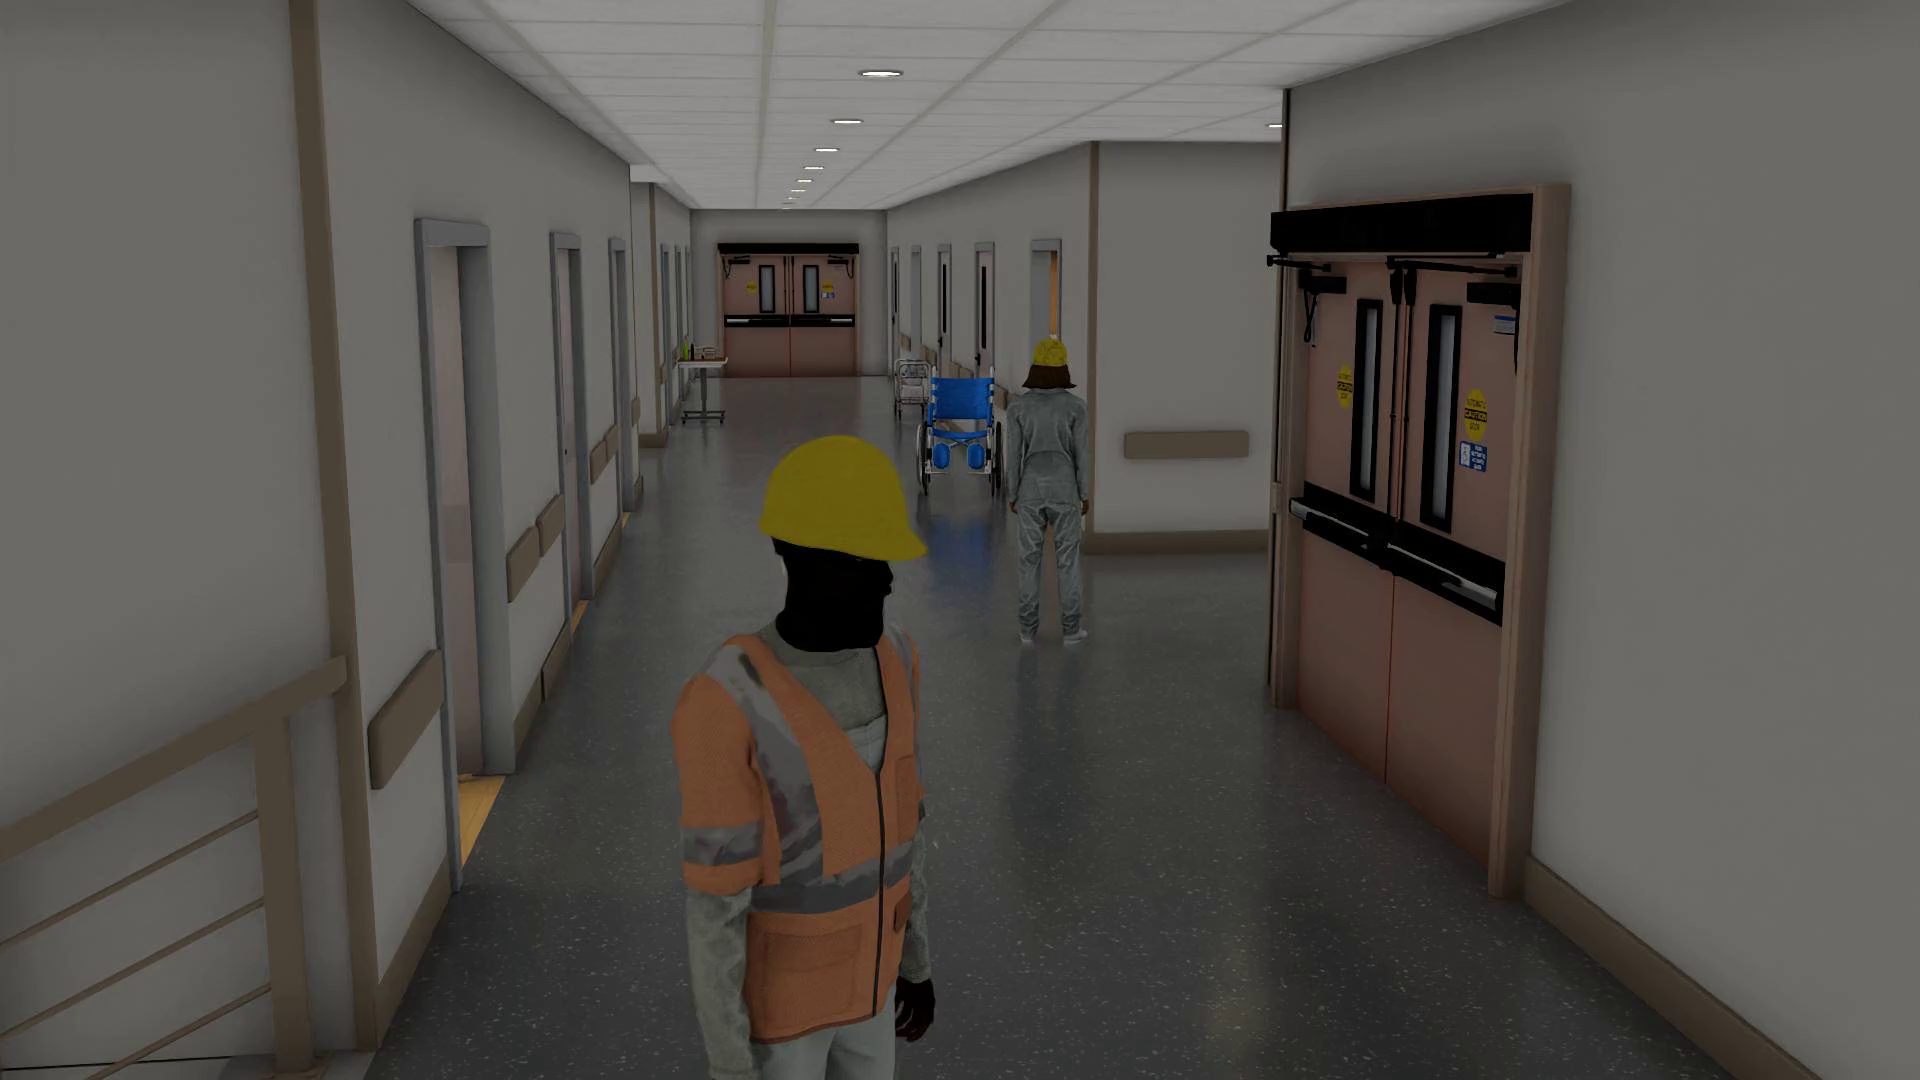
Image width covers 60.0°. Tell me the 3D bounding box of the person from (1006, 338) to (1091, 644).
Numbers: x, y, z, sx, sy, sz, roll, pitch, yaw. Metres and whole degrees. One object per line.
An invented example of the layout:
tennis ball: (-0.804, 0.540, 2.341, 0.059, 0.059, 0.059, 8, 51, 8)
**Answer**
person: (0.509, -0.273, 9.485, 0.483, 1.745, 0.302, 2, 10, 12)

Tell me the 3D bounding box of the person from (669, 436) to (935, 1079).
person: (-0.232, 0.771, 2.910, 0.397, 1.920, 0.586, 6, 12, 33)
